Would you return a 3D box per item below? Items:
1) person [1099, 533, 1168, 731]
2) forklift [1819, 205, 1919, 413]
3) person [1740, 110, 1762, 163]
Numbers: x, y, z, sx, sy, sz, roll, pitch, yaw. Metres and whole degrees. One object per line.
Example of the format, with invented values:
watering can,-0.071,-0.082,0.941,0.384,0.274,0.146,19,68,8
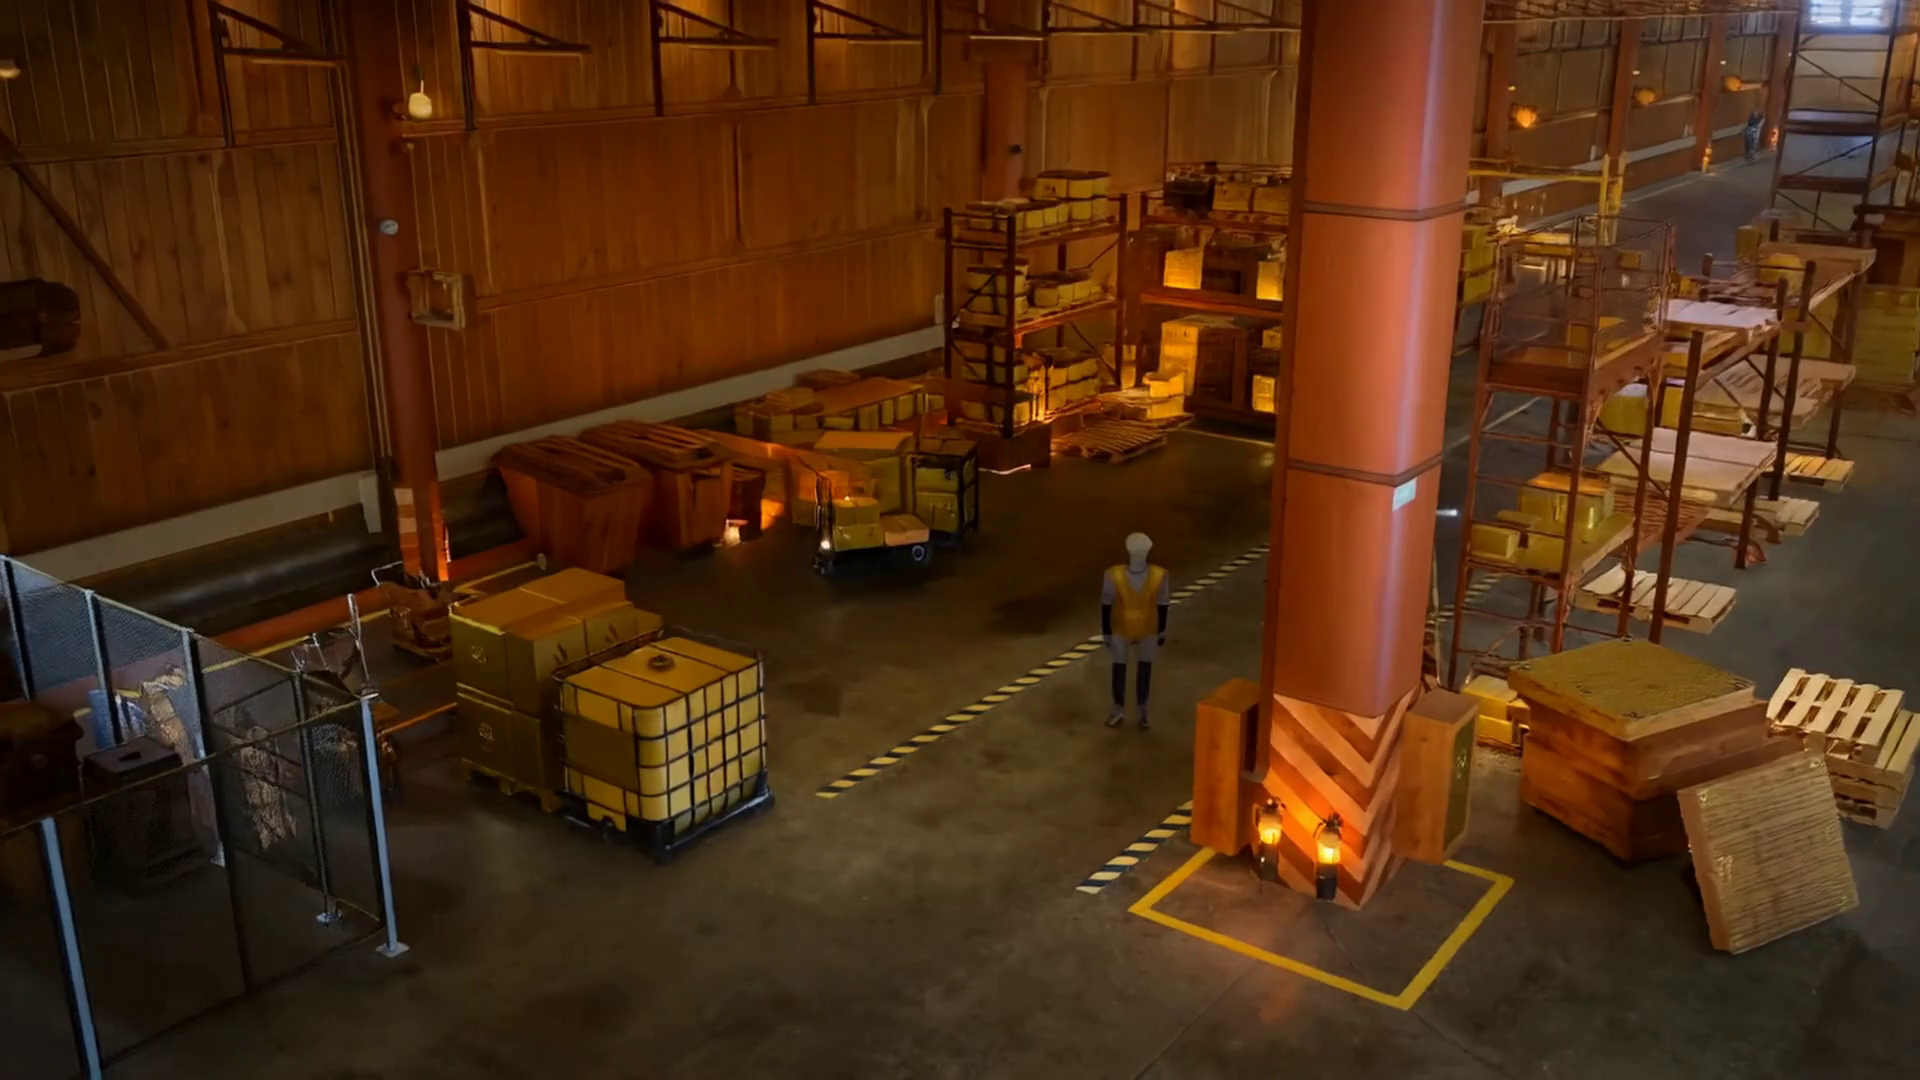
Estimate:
person,1.378,0.728,13.297,0.550,1.685,0.340,-1,18,-2
forklift,13.323,-3.440,24.145,1.129,2.768,1.873,6,19,19
person,28.196,-14.360,59.225,0.563,1.837,0.388,17,25,42
